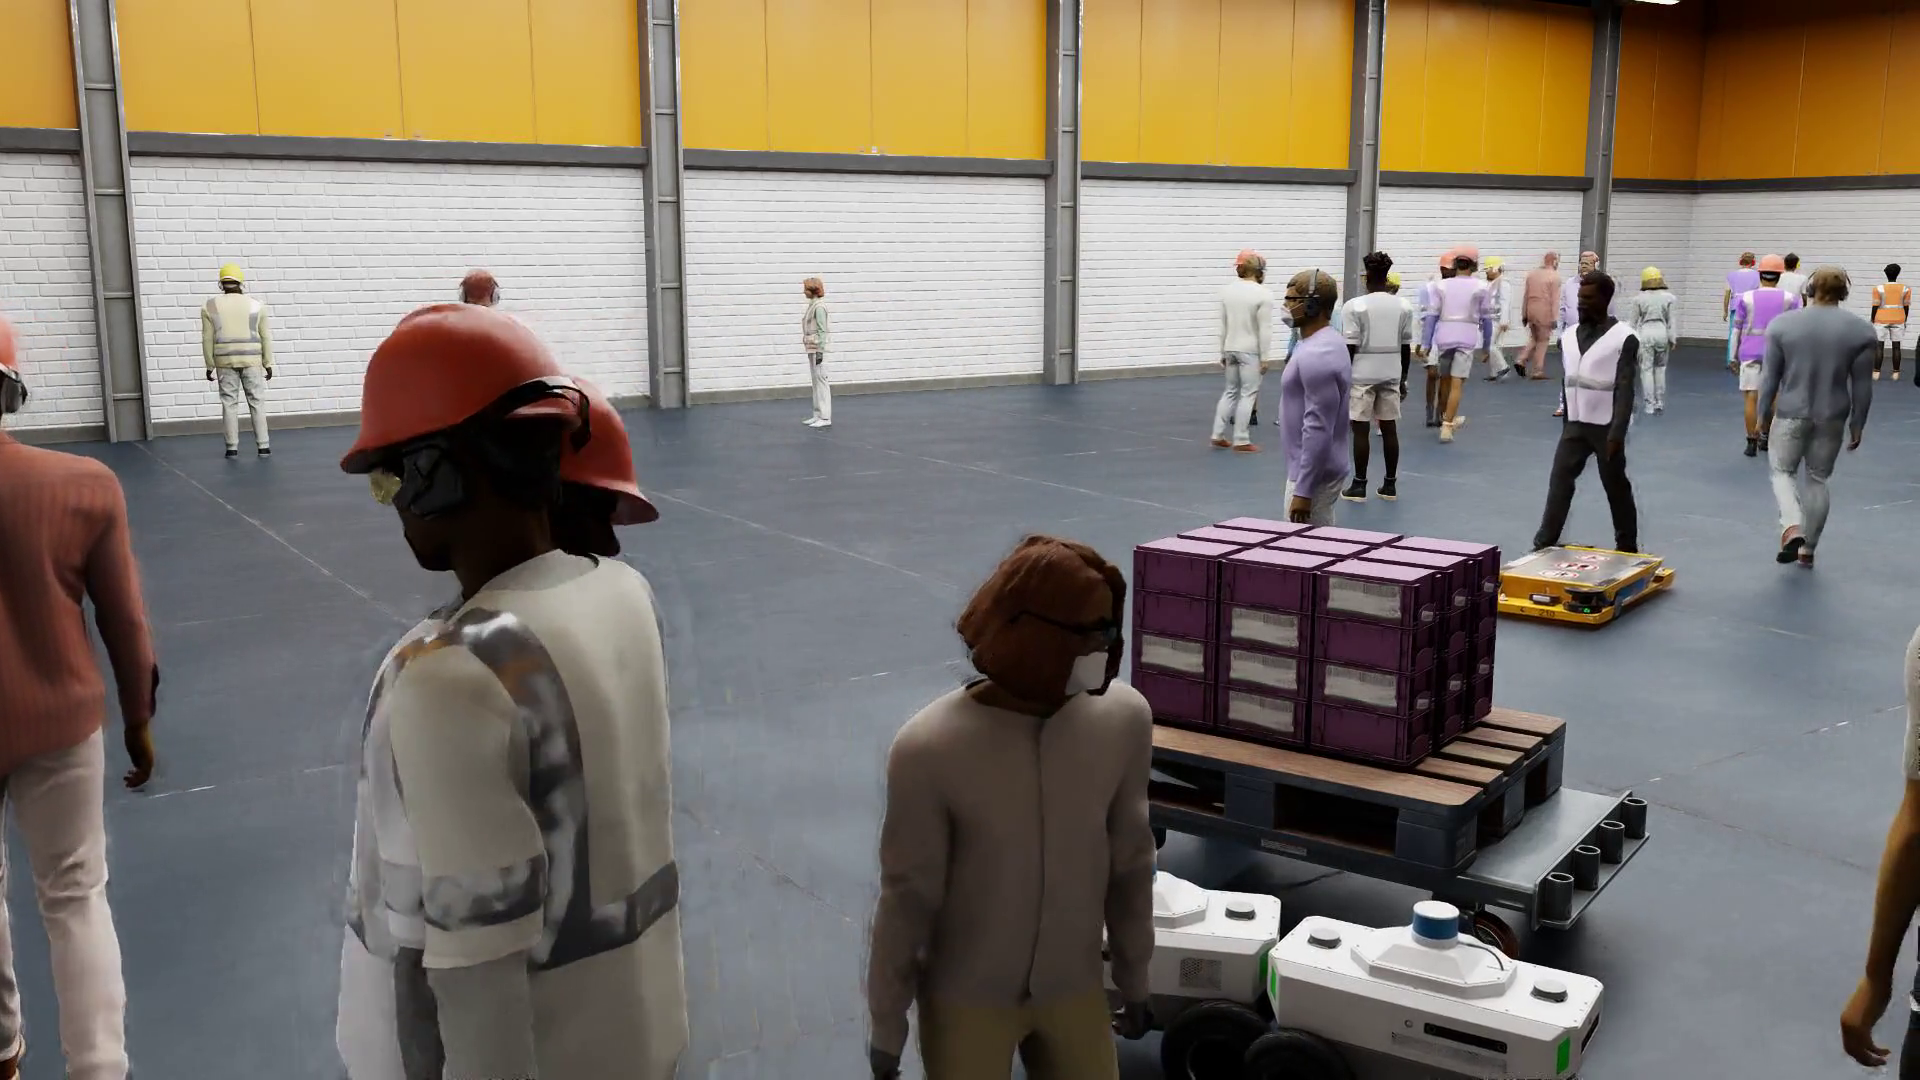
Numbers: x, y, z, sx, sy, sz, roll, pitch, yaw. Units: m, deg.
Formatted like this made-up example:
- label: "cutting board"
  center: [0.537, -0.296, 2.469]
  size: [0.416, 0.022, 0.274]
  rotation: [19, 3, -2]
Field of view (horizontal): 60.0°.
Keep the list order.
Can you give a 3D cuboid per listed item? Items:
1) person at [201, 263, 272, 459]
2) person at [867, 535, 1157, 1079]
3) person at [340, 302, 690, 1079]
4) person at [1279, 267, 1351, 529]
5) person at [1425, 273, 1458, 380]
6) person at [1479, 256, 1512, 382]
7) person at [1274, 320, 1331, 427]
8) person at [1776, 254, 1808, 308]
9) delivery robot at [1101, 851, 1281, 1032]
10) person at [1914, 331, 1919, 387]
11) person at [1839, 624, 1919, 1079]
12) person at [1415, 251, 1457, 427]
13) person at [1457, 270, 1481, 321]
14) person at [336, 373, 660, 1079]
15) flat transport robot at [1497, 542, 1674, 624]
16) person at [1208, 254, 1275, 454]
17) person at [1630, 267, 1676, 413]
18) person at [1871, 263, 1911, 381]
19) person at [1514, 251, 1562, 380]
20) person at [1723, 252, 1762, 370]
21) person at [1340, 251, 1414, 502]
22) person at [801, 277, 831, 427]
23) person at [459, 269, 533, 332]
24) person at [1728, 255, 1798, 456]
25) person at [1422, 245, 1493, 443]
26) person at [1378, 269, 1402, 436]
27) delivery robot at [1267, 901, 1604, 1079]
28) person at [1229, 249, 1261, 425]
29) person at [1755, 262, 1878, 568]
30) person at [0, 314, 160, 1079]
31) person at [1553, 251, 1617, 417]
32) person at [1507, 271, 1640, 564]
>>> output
- label: "person"
  center: [-6.771, -1.670, 15.608]
  size: [0.598, 1.828, 0.403]
  rotation: [-5, 11, -23]
- label: "person"
  center: [0.065, 0.762, 2.876]
  size: [0.530, 1.618, 0.519]
  rotation: [-4, 11, -22]
- label: "person"
  center: [-0.479, 0.693, 2.199]
  size: [0.903, 2.007, 0.608]
  rotation: [3, 11, 14]
- label: "person"
  center: [1.604, -0.273, 7.651]
  size: [0.372, 1.940, 0.630]
  rotation: [2, 11, 12]
- label: "person"
  center: [7.063, -3.233, 24.320]
  size: [0.641, 1.793, 0.906]
  rotation: [4, 11, 22]
- label: "person"
  center: [7.633, -3.143, 23.770]
  size: [0.426, 1.805, 0.601]
  rotation: [0, 10, -2]
- label: "person"
  center: [3.664, -1.948, 17.747]
  size: [0.861, 1.593, 0.543]
  rotation: [-5, 11, -23]
- label: "person"
  center: [12.290, -3.328, 24.710]
  size: [0.494, 1.821, 0.981]
  rotation: [7, 13, 35]
- label: "delivery robot"
  center: [0.437, 1.007, 4.169]
  size: [0.707, 0.478, 0.477]
  rotation: [2, 11, 13]
- label: "person"
  center: [8.774, -1.494, 14.647]
  size: [0.629, 1.828, 0.668]
  rotation: [3, 11, 15]
- label: "person"
  center: [1.761, 0.699, 2.712]
  size: [0.581, 1.793, 0.898]
  rotation: [5, 11, 24]
- label: "person"
  center: [5.286, -2.168, 18.073]
  size: [0.578, 1.920, 0.654]
  rotation: [0, 10, 3]
- label: "person"
  center: [7.695, -3.491, 25.471]
  size: [0.672, 1.871, 0.873]
  rotation: [8, 13, 39]
- label: "person"
  center: [-0.660, 0.720, 2.346]
  size: [0.613, 1.895, 0.640]
  rotation: [0, 10, 1]
- label: "flat transport robot"
  center: [3.528, 0.228, 9.475]
  size: [0.652, 0.197, 1.431]
  rotation: [8, 13, 38]
- label: "person"
  center: [2.739, -1.783, 16.030]
  size: [0.480, 1.914, 0.648]
  rotation: [-7, 13, -34]
- label: "person"
  center: [8.211, -2.378, 19.762]
  size: [0.504, 1.713, 0.658]
  rotation: [3, 11, 16]
- label: "person"
  center: [13.448, -3.147, 24.078]
  size: [0.531, 1.692, 0.320]
  rotation: [2, 11, 12]
- label: "person"
  center: [8.473, -3.260, 24.206]
  size: [0.445, 1.883, 0.651]
  rotation: [-4, 11, -19]
- label: "person"
  center: [12.212, -3.560, 25.930]
  size: [0.571, 1.840, 0.373]
  rotation: [6, 12, 31]
- label: "person"
  center: [3.251, -1.277, 13.076]
  size: [0.613, 1.963, 0.362]
  rotation: [-3, 11, -14]
- label: "person"
  center: [-1.574, -2.056, 18.249]
  size: [0.311, 1.636, 0.522]
  rotation: [-3, 11, -15]
- label: "person"
  center: [-2.880, -0.704, 10.188]
  size: [0.642, 1.874, 0.863]
  rotation: [-2, 10, -9]
- label: "person"
  center: [7.709, -1.778, 16.024]
  size: [0.548, 1.899, 0.923]
  rotation: [3, 11, 18]
- label: "person"
  center: [5.095, -2.003, 16.986]
  size: [0.644, 1.985, 1.073]
  rotation: [6, 12, 31]
- label: "person"
  center: [4.359, -1.937, 17.293]
  size: [0.554, 1.741, 0.592]
  rotation: [8, 13, 39]
- label: "delivery robot"
  center: [1.082, 1.072, 3.813]
  size: [0.707, 0.478, 0.477]
  rotation: [6, 12, 32]
- label: "person"
  center: [3.175, -2.242, 18.443]
  size: [0.361, 1.939, 0.543]
  rotation: [2, 10, 9]
- label: "person"
  center: [5.306, -0.753, 10.337]
  size: [0.644, 1.921, 0.513]
  rotation: [4, 11, 20]
- label: "person"
  center: [-2.143, 0.433, 3.754]
  size: [0.629, 1.959, 0.984]
  rotation: [-7, 13, -34]
- label: "person"
  center: [7.170, -2.352, 19.132]
  size: [0.638, 1.910, 0.407]
  rotation: [8, 13, 37]
- label: "person"
  center: [3.875, -0.707, 10.239]
  size: [0.993, 1.860, 0.609]
  rotation: [-5, 12, -26]
